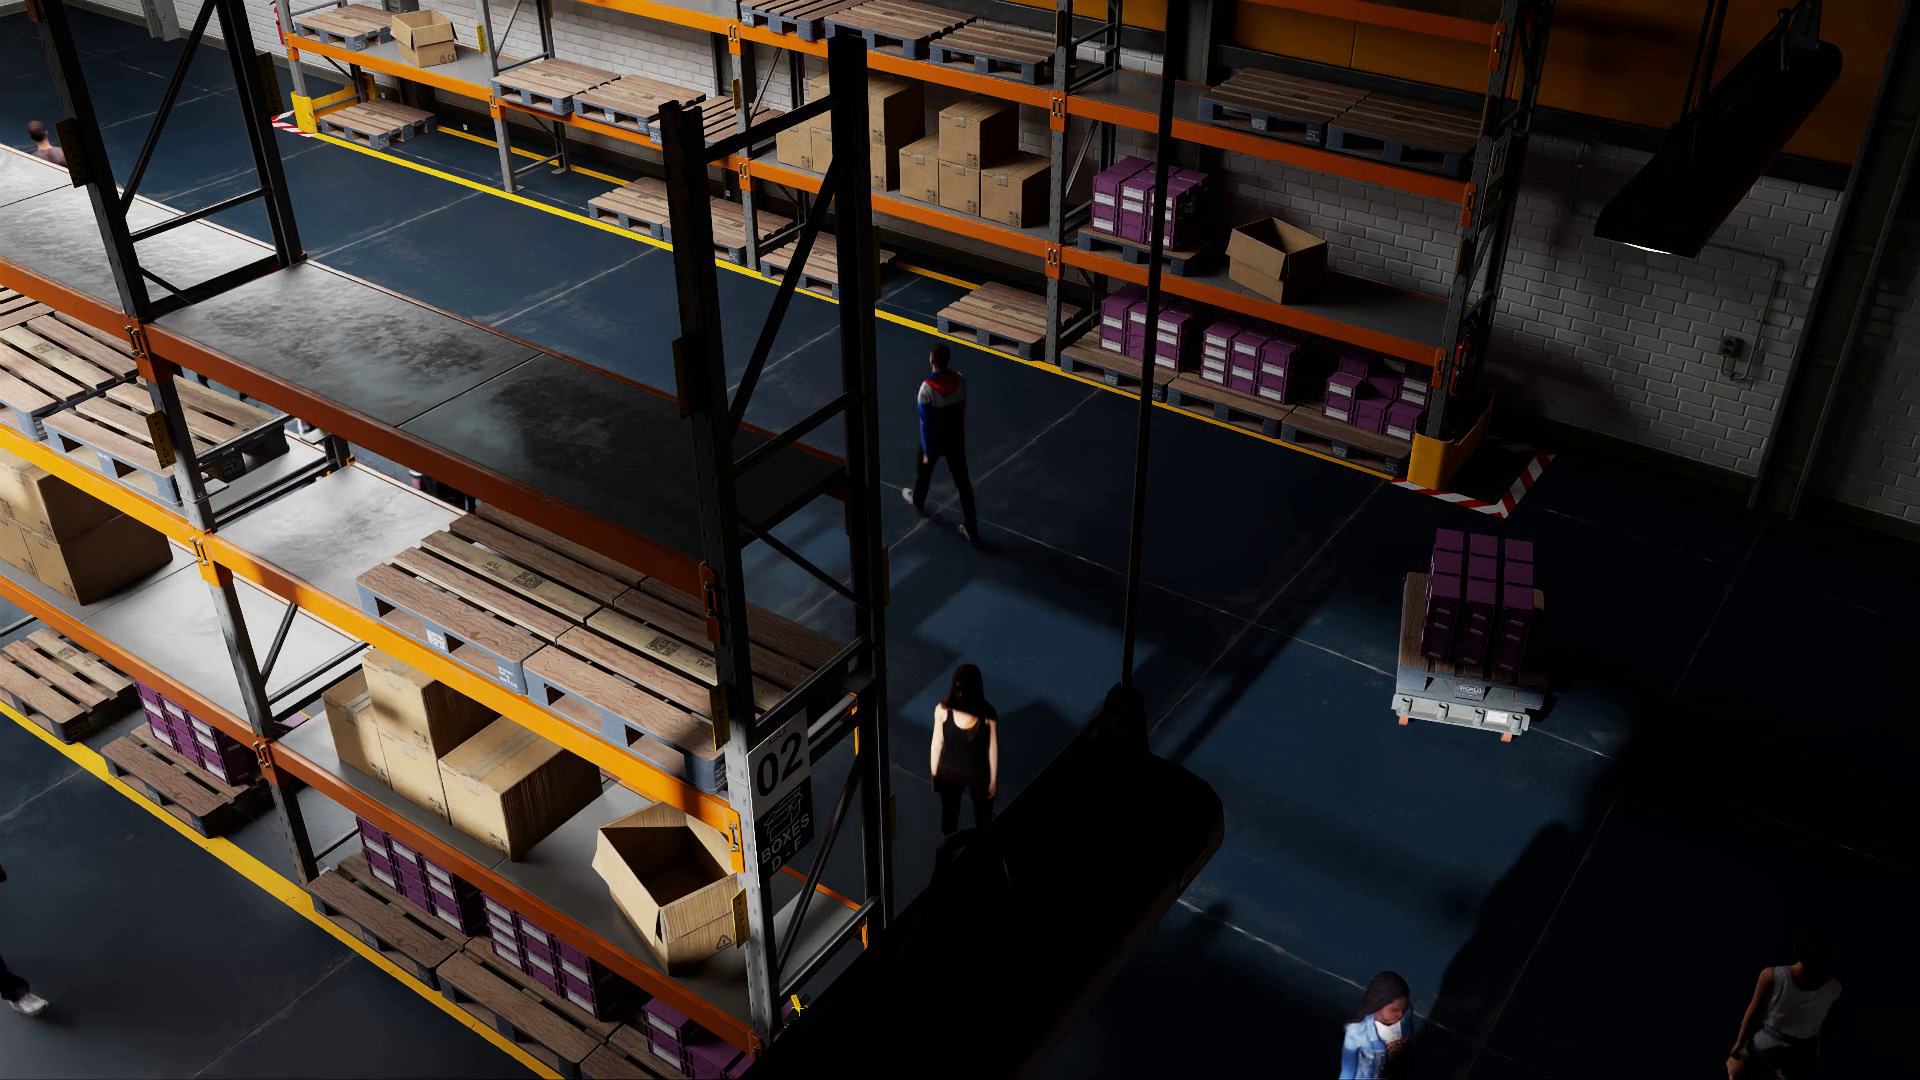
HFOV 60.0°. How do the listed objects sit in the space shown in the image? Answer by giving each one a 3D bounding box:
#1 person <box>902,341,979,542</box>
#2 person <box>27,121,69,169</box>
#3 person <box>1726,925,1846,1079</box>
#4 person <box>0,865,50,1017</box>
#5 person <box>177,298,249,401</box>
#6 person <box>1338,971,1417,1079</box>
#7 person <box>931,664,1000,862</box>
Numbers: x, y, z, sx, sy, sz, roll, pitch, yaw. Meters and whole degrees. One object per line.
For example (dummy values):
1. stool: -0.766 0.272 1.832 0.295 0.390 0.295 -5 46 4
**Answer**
1. person: -0.085 -0.781 13.860 0.990 1.710 1.276 -18 38 -25
2. person: -9.708 -3.631 18.017 0.590 1.855 0.677 28 43 35
3. person: 4.288 2.713 8.718 0.978 1.583 0.777 15 36 21
4. person: -5.947 1.966 9.676 1.255 1.767 0.872 11 35 17
5. person: -7.194 -2.056 15.860 0.980 1.620 0.557 20 39 27
6. person: 2.075 2.795 8.479 0.677 1.711 0.655 -20 38 -27
7. person: 0.049 1.467 10.464 0.593 1.725 0.714 5 34 7
